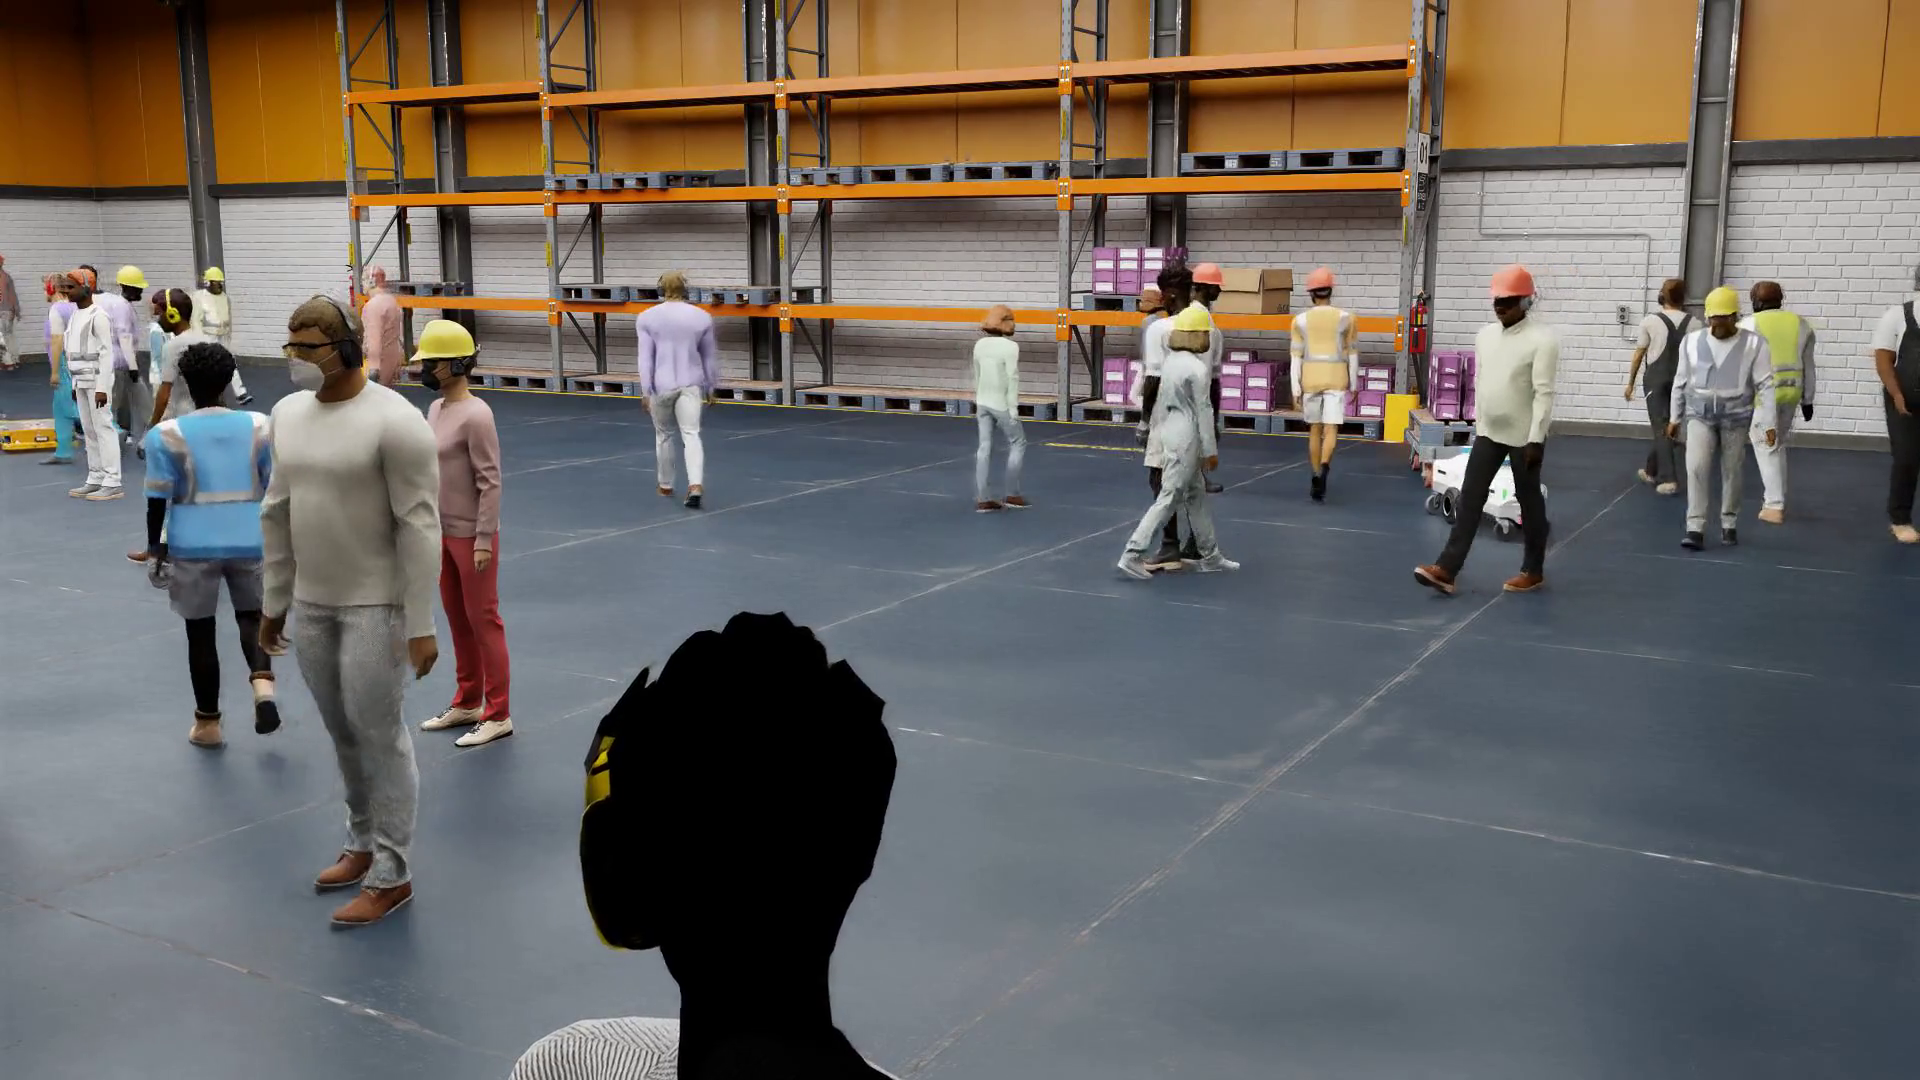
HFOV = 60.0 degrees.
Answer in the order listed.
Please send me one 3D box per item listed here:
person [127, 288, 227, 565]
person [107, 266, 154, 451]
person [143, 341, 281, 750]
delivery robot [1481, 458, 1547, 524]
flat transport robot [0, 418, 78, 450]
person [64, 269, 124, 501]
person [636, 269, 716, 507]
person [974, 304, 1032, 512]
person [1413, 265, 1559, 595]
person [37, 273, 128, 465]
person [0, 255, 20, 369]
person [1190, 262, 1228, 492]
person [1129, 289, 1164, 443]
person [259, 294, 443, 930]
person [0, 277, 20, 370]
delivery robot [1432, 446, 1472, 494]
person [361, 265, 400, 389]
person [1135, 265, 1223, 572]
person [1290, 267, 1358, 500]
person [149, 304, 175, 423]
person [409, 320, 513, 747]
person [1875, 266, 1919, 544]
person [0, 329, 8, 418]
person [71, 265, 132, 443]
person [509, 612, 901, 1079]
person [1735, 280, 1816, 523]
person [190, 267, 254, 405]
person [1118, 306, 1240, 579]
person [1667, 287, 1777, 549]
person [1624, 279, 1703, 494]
[{"bbox_3d":[-4.890,-0.706,10.676,1.021,1.813,0.533,-1,10,-3],"label":"person"},{"bbox_3d":[-8.307,-1.799,16.665,0.922,1.860,0.632,-3,11,-18],"label":"person"},{"bbox_3d":[-3.018,0.036,6.791,0.581,1.680,0.437,-8,13,-38],"label":"person"},{"bbox_3d":[3.898,-0.343,11.878,0.477,0.478,0.707,-1,10,-5],"label":"delivery robot"},{"bbox_3d":[-9.619,-1.105,17.263,0.652,0.197,1.431,-7,12,-34],"label":"flat transport robot"},{"bbox_3d":[-7.117,-1.266,13.612,0.575,1.883,0.355,8,13,39],"label":"person"},{"bbox_3d":[-2.259,-1.223,13.350,0.647,1.897,1.010,-4,11,-21],"label":"person"},{"bbox_3d":[0.352,-1.032,13.014,0.582,1.610,0.531,-9,14,-42],"label":"person"},{"bbox_3d":[3.148,-0.602,9.741,0.998,1.911,0.655,-6,12,-32],"label":"person"},{"bbox_3d":[-8.373,-1.611,15.757,0.737,1.814,0.598,-3,10,-17],"label":"person"},{"bbox_3d":[-16.139,-3.857,28.045,0.421,1.974,0.647,-3,11,-19],"label":"person"},{"bbox_3d":[2.029,-1.363,14.018,0.409,1.927,0.573,0,10,2],"label":"person"},{"bbox_3d":[1.954,-1.798,17.346,0.341,1.619,0.531,5,11,24],"label":"person"},{"bbox_3d":[-1.905,0.217,5.164,0.642,1.929,0.571,5,11,27],"label":"person"},{"bbox_3d":[-16.251,-3.816,27.979,0.830,1.899,0.644,6,12,32],"label":"person"},{"bbox_3d":[3.857,-0.471,12.604,0.477,0.478,0.707,-1,10,-5],"label":"delivery robot"},{"bbox_3d":[-5.633,-1.739,16.276,0.537,1.883,0.655,-1,10,-7],"label":"person"},{"bbox_3d":[1.416,-0.771,10.628,0.763,1.945,0.559,-8,13,-37],"label":"person"},{"bbox_3d":[2.974,-1.283,13.685,0.553,1.908,0.890,4,11,20],"label":"person"},{"bbox_3d":[-7.231,-1.436,15.285,0.460,1.619,0.546,-1,10,-4],"label":"person"},{"bbox_3d":[-2.093,-0.028,6.931,0.311,1.768,0.533,-9,13,-40],"label":"person"},{"bbox_3d":[6.724,-0.978,11.530,0.703,2.000,0.537,4,11,23],"label":"person"},{"bbox_3d":[-11.740,-2.368,19.905,0.495,1.869,0.574,0,10,-2],"label":"person"},{"bbox_3d":[-9.161,-1.963,17.618,1.010,1.858,0.590,6,12,32],"label":"person"},{"bbox_3d":[-0.130,0.952,1.086,0.521,1.871,0.325,6,12,29],"label":"person"},{"bbox_3d":[6.100,-1.056,12.628,0.626,1.809,0.681,-1,10,-7],"label":"person"},{"bbox_3d":[-9.616,-2.622,21.559,0.897,1.790,0.614,7,12,33],"label":"person"},{"bbox_3d":[1.367,-0.603,10.369,0.882,1.701,0.499,-3,11,-18],"label":"person"},{"bbox_3d":[5.184,-0.818,11.346,0.696,1.774,0.874,6,12,32],"label":"person"},{"bbox_3d":[5.955,-1.300,14.064,0.524,1.800,0.962,0,10,0],"label":"person"}]
